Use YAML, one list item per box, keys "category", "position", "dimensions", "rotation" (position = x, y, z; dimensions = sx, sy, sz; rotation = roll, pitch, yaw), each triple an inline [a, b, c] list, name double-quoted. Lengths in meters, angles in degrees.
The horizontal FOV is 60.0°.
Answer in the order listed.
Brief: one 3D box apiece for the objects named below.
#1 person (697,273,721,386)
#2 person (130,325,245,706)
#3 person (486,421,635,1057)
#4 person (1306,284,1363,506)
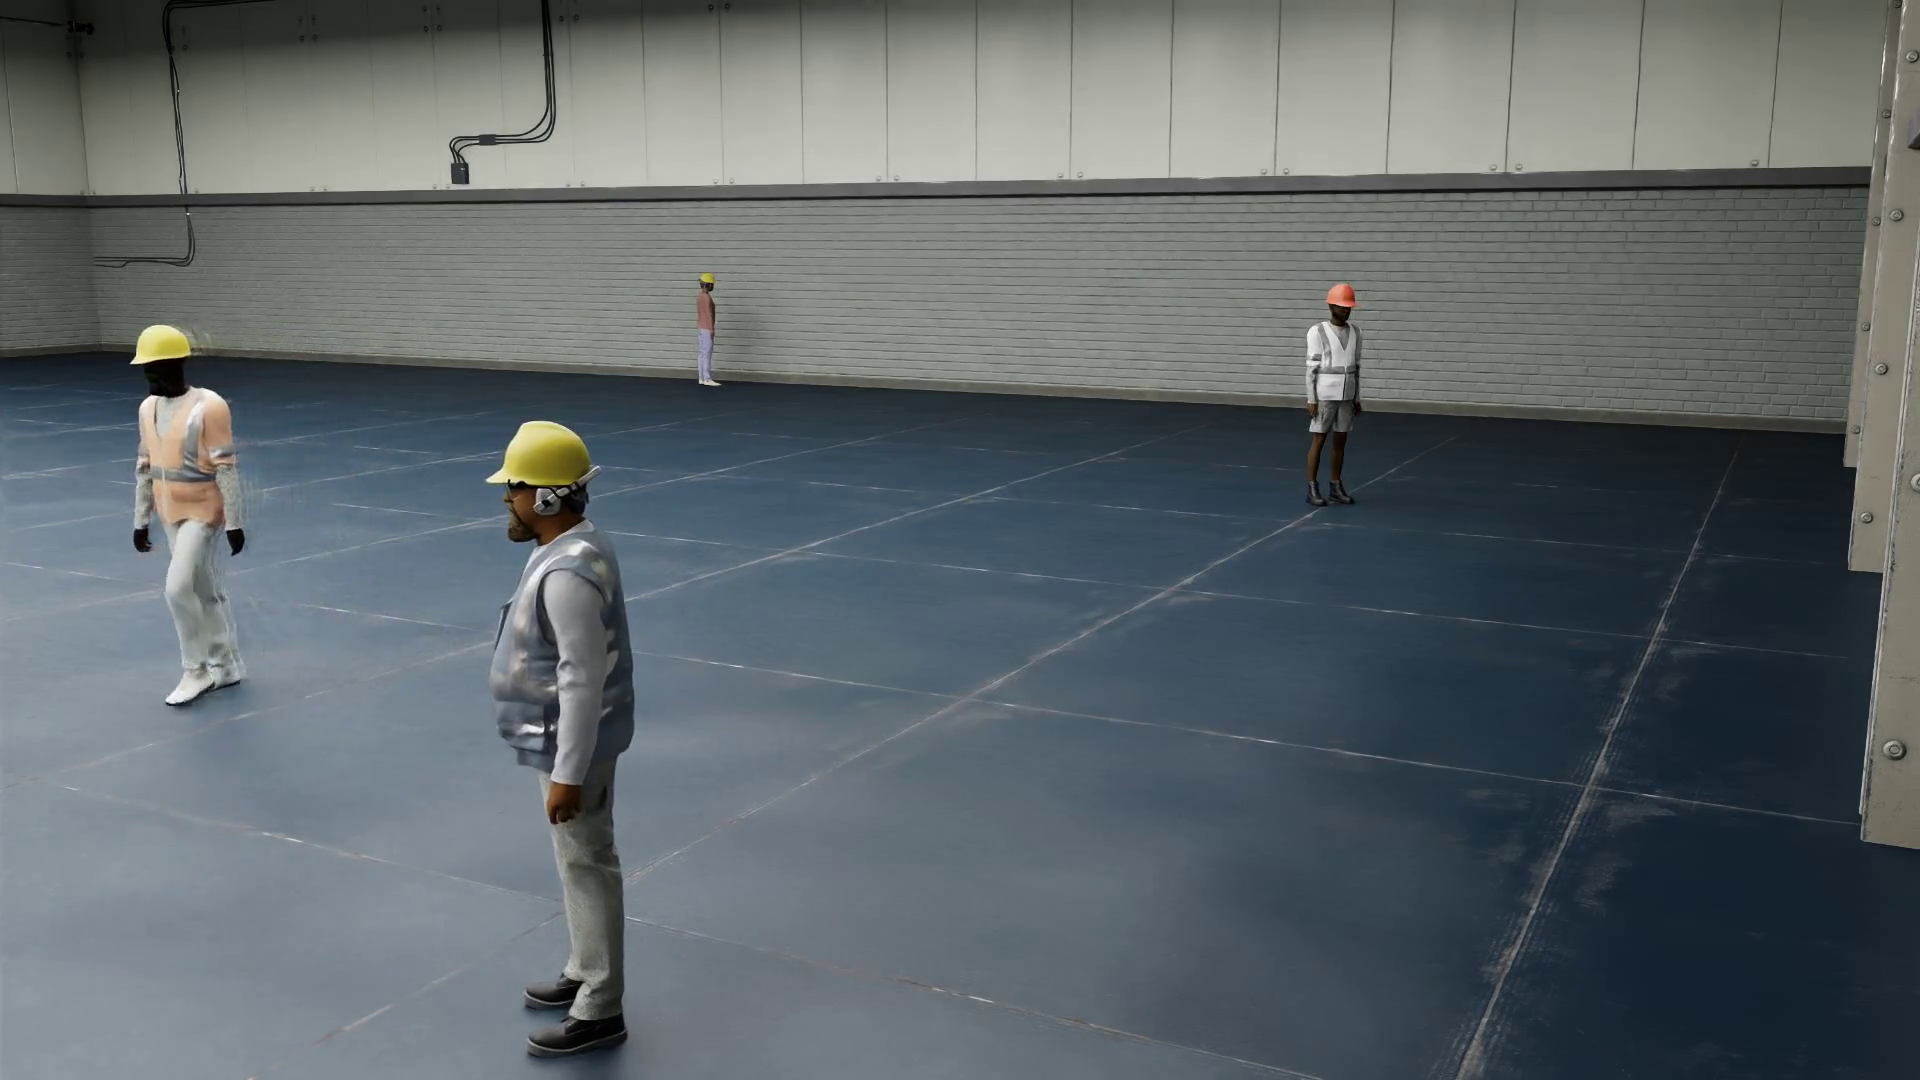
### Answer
- category: "person"
  position: [-3.955, -3.294, 26.063]
  dimensions: [0.312, 1.768, 0.524]
  rotation: [-5, 11, -25]
- category: "person"
  position: [-3.954, -0.120, 8.364]
  dimensions: [0.609, 1.899, 0.675]
  rotation: [6, 12, 28]
- category: "person"
  position: [-1.142, 0.569, 4.806]
  dimensions: [0.404, 1.833, 0.591]
  rotation: [-2, 11, -12]
- category: "person"
  position: [3.276, -1.257, 14.487]
  dimensions: [0.551, 1.932, 0.378]
  rotation: [-4, 11, -22]
